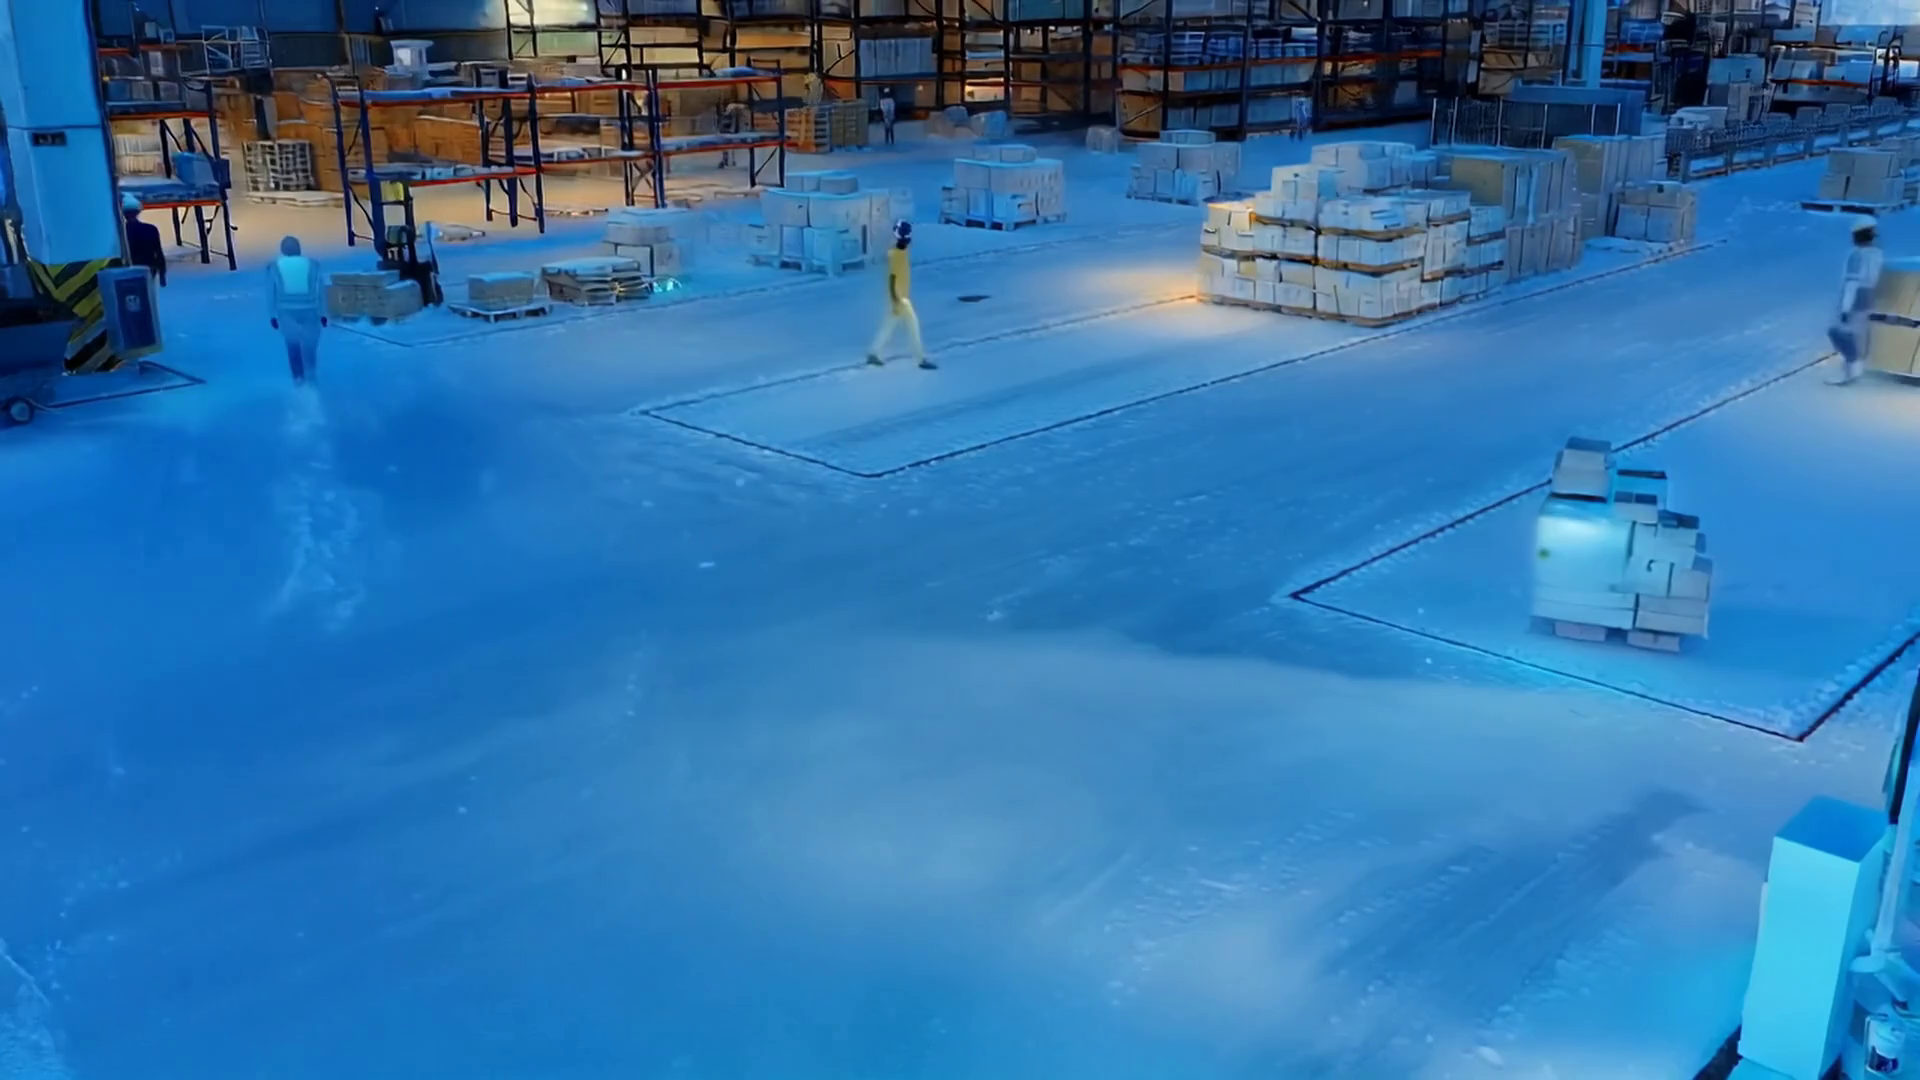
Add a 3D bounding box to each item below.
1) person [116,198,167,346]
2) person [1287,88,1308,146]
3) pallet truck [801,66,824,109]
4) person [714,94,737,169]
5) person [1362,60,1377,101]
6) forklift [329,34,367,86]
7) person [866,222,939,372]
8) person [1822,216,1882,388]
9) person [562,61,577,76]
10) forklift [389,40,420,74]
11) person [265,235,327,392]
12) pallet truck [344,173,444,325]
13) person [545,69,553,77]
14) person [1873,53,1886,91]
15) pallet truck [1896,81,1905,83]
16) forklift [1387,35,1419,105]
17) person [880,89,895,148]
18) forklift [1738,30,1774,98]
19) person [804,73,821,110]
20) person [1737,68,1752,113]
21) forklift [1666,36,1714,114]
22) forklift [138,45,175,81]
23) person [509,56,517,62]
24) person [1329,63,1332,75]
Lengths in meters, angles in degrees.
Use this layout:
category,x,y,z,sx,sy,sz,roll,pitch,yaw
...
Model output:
category,x,y,z,sx,sy,sz,roll,pitch,yaw
person,-10.738,-3.497,21.803,1.034,1.949,0.604,17,25,42
person,10.073,-12.624,49.696,0.543,1.669,0.737,15,23,37
pallet truck,-4.812,-15.182,56.903,0.823,1.965,1.885,-9,21,-26
person,-6.096,-10.620,43.290,0.587,1.913,0.391,1,18,3
person,15.961,-17.673,64.635,0.677,1.853,0.985,-6,19,-18
forklift,-23.552,-18.268,64.821,1.129,2.768,1.873,17,25,41
person,-0.750,-2.987,20.442,0.990,1.831,0.533,10,21,27
person,10.494,-2.764,19.476,0.640,2.001,0.500,-13,23,-35
person,-14.803,-17.193,63.139,0.647,1.893,1.009,-14,23,-36
forklift,-19.254,-15.989,57.955,1.873,2.768,1.129,17,25,41
person,-7.759,-2.661,19.493,0.634,1.807,0.940,-8,20,-22
pallet truck,-8.209,-4.181,23.757,0.823,1.965,1.885,3,19,9
person,-15.532,-17.070,63.178,0.523,1.617,0.674,-2,19,-7
person,42.295,-21.452,76.233,0.573,1.719,0.840,-2,18,-7
pallet truck,34.802,-16.331,61.455,0.653,1.274,1.630,17,25,41
forklift,16.414,-17.731,63.204,1.873,2.768,1.129,-2,19,-7
person,-2.135,-12.434,49.093,0.320,1.697,0.532,17,25,41
forklift,34.442,-20.591,71.818,1.129,2.768,1.873,17,25,41
person,-4.849,-14.335,54.537,0.822,1.883,0.650,15,23,38
person,29.619,-17.012,62.921,0.578,1.678,0.548,13,22,34
forklift,27.341,-17.291,61.877,1.129,2.768,1.873,17,25,41
forklift,-25.348,-14.259,52.741,1.129,2.768,1.873,3,19,10
person,-18.085,-18.495,66.958,0.630,1.958,0.972,12,22,31
person,15.086,-18.399,67.042,0.513,1.711,0.939,-16,24,-40
